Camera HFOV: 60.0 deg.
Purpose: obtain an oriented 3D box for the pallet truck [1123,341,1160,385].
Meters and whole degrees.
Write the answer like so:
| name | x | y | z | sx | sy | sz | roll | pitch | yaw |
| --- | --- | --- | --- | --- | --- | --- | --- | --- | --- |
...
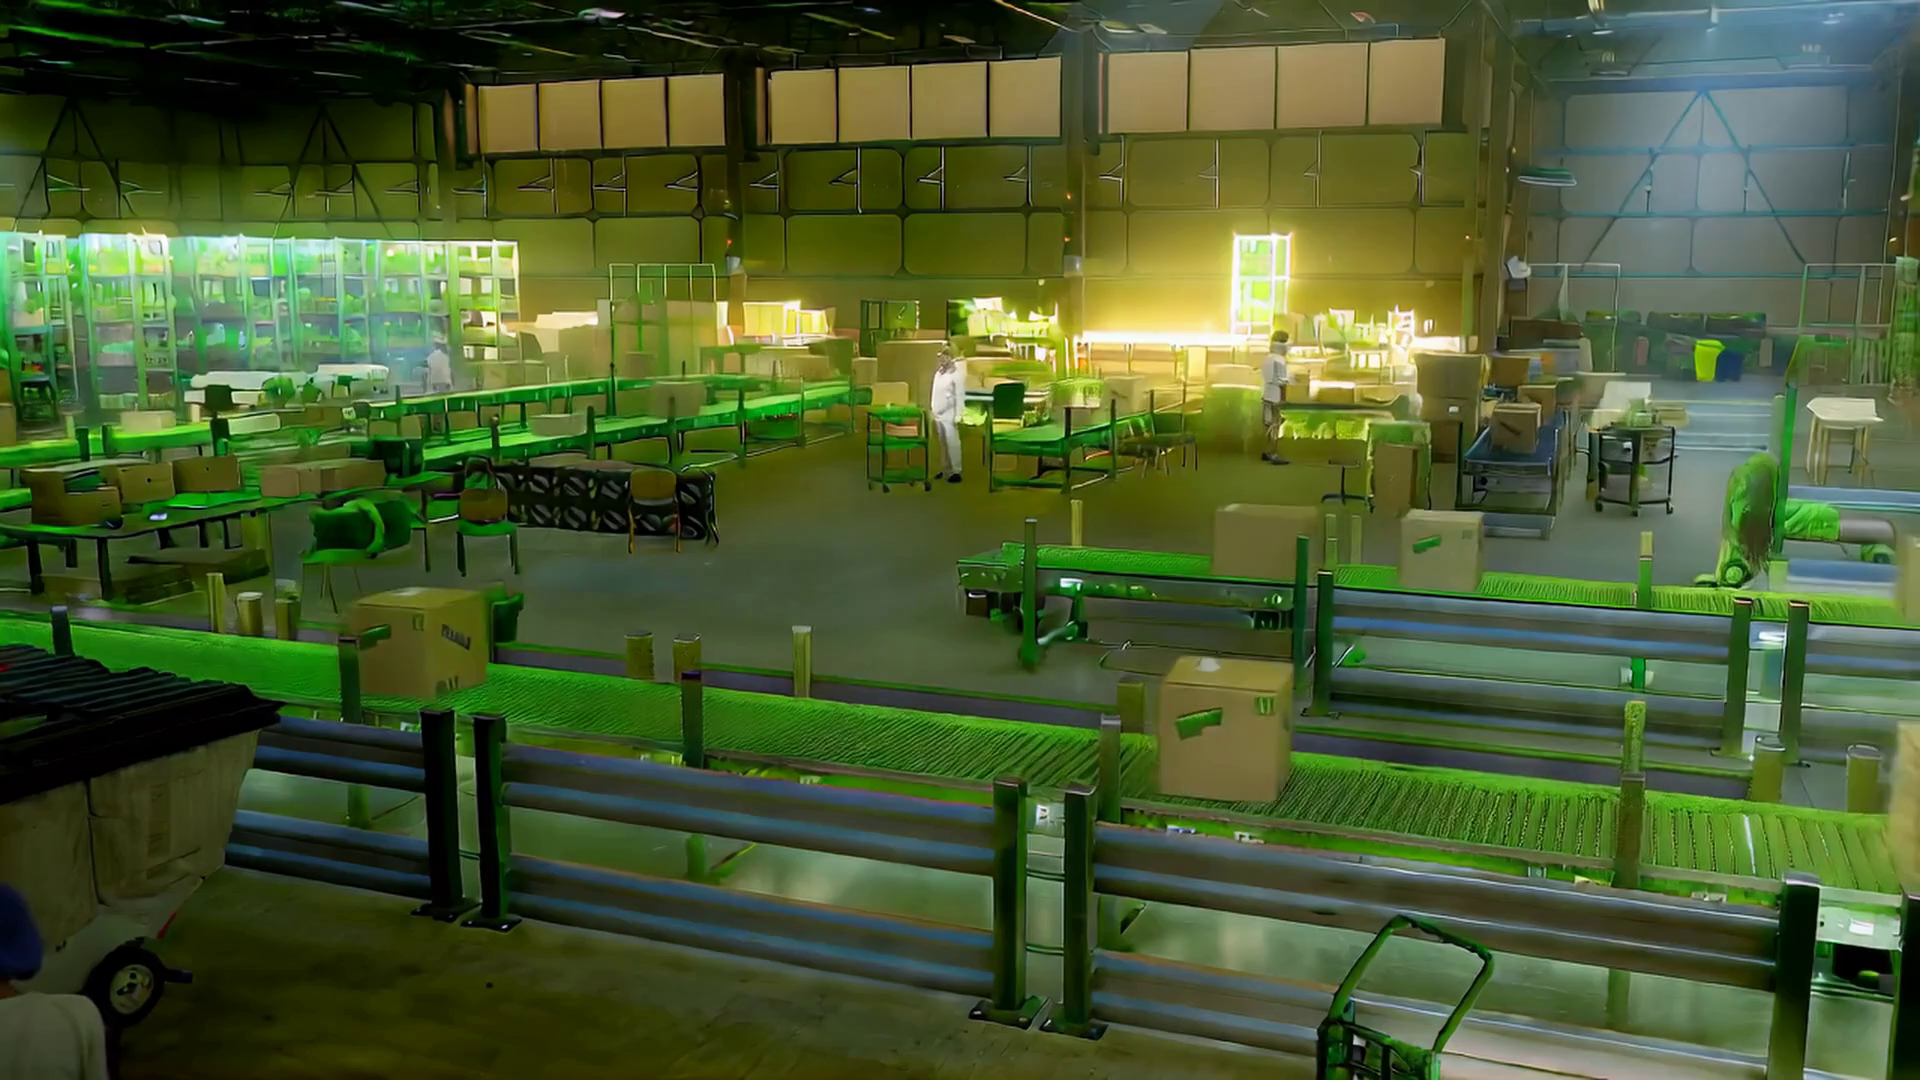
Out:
| name | x | y | z | sx | sy | sz | roll | pitch | yaw |
| --- | --- | --- | --- | --- | --- | --- | --- | --- | --- |
| pallet truck | 4.445 | -4.380 | 41.279 | 0.680 | 1.201 | 1.601 | 4 | 10 | 22 |

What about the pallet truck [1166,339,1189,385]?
| name | x | y | z | sx | sy | sz | roll | pitch | yaw |
| --- | --- | --- | --- | --- | --- | --- | --- | --- | --- |
| pallet truck | 5.418 | -4.269 | 40.420 | 0.704 | 1.261 | 1.522 | 3 | 10 | 20 |

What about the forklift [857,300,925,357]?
| name | x | y | z | sx | sy | sz | roll | pitch | yaw |
| --- | --- | --- | --- | --- | --- | --- | --- | --- | --- |
| forklift | -1.732 | -5.109 | 42.468 | 1.157 | 1.987 | 2.680 | 4 | 10 | 22 |

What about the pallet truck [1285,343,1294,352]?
| name | x | y | z | sx | sy | sz | roll | pitch | yaw |
| --- | --- | --- | --- | --- | --- | --- | --- | --- | --- |
| pallet truck | 7.886 | -4.163 | 39.743 | 0.653 | 1.274 | 1.630 | 4 | 10 | 22 |

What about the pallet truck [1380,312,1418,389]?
| name | x | y | z | sx | sy | sz | roll | pitch | yaw |
| --- | --- | --- | --- | --- | --- | --- | --- | --- | --- |
| pallet truck | 10.207 | -4.283 | 38.369 | 0.823 | 1.965 | 1.885 | 3 | 10 | 20 |

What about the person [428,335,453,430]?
| name | x | y | z | sx | sy | sz | roll | pitch | yaw |
| --- | --- | --- | --- | --- | --- | --- | --- | --- | --- |
| person | -9.592 | -2.911 | 30.759 | 0.544 | 1.754 | 0.364 | 4 | 10 | 25 |

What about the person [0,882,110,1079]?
| name | x | y | z | sx | sy | sz | roll | pitch | yaw |
| --- | --- | --- | --- | --- | --- | --- | --- | --- | --- |
| person | -2.240 | 1.586 | 3.907 | 0.503 | 1.631 | 0.283 | -3 | 10 | -17 |

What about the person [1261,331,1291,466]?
| name | x | y | z | sx | sy | sz | roll | pitch | yaw |
| --- | --- | --- | --- | --- | --- | --- | --- | --- | --- |
| person | 4.800 | -2.142 | 25.252 | 0.393 | 2.044 | 0.609 | -3 | 10 | -19 |

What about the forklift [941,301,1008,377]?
| name | x | y | z | sx | sy | sz | roll | pitch | yaw |
| --- | --- | --- | --- | --- | --- | --- | --- | --- | --- |
| forklift | 0.365 | -4.966 | 41.571 | 1.157 | 1.987 | 2.680 | 3 | 10 | 20 |

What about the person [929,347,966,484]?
| name | x | y | z | sx | sy | sz | roll | pitch | yaw |
| --- | --- | --- | --- | --- | --- | --- | --- | --- | --- |
| person | -0.196 | -1.731 | 23.188 | 0.400 | 1.905 | 0.644 | -6 | 11 | -31 |

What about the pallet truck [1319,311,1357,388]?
| name | x | y | z | sx | sy | sz | roll | pitch | yaw |
| --- | --- | --- | --- | --- | --- | --- | --- | --- | --- |
| pallet truck | 9.071 | -4.419 | 39.190 | 0.823 | 1.965 | 1.885 | 5 | 10 | 26 |
